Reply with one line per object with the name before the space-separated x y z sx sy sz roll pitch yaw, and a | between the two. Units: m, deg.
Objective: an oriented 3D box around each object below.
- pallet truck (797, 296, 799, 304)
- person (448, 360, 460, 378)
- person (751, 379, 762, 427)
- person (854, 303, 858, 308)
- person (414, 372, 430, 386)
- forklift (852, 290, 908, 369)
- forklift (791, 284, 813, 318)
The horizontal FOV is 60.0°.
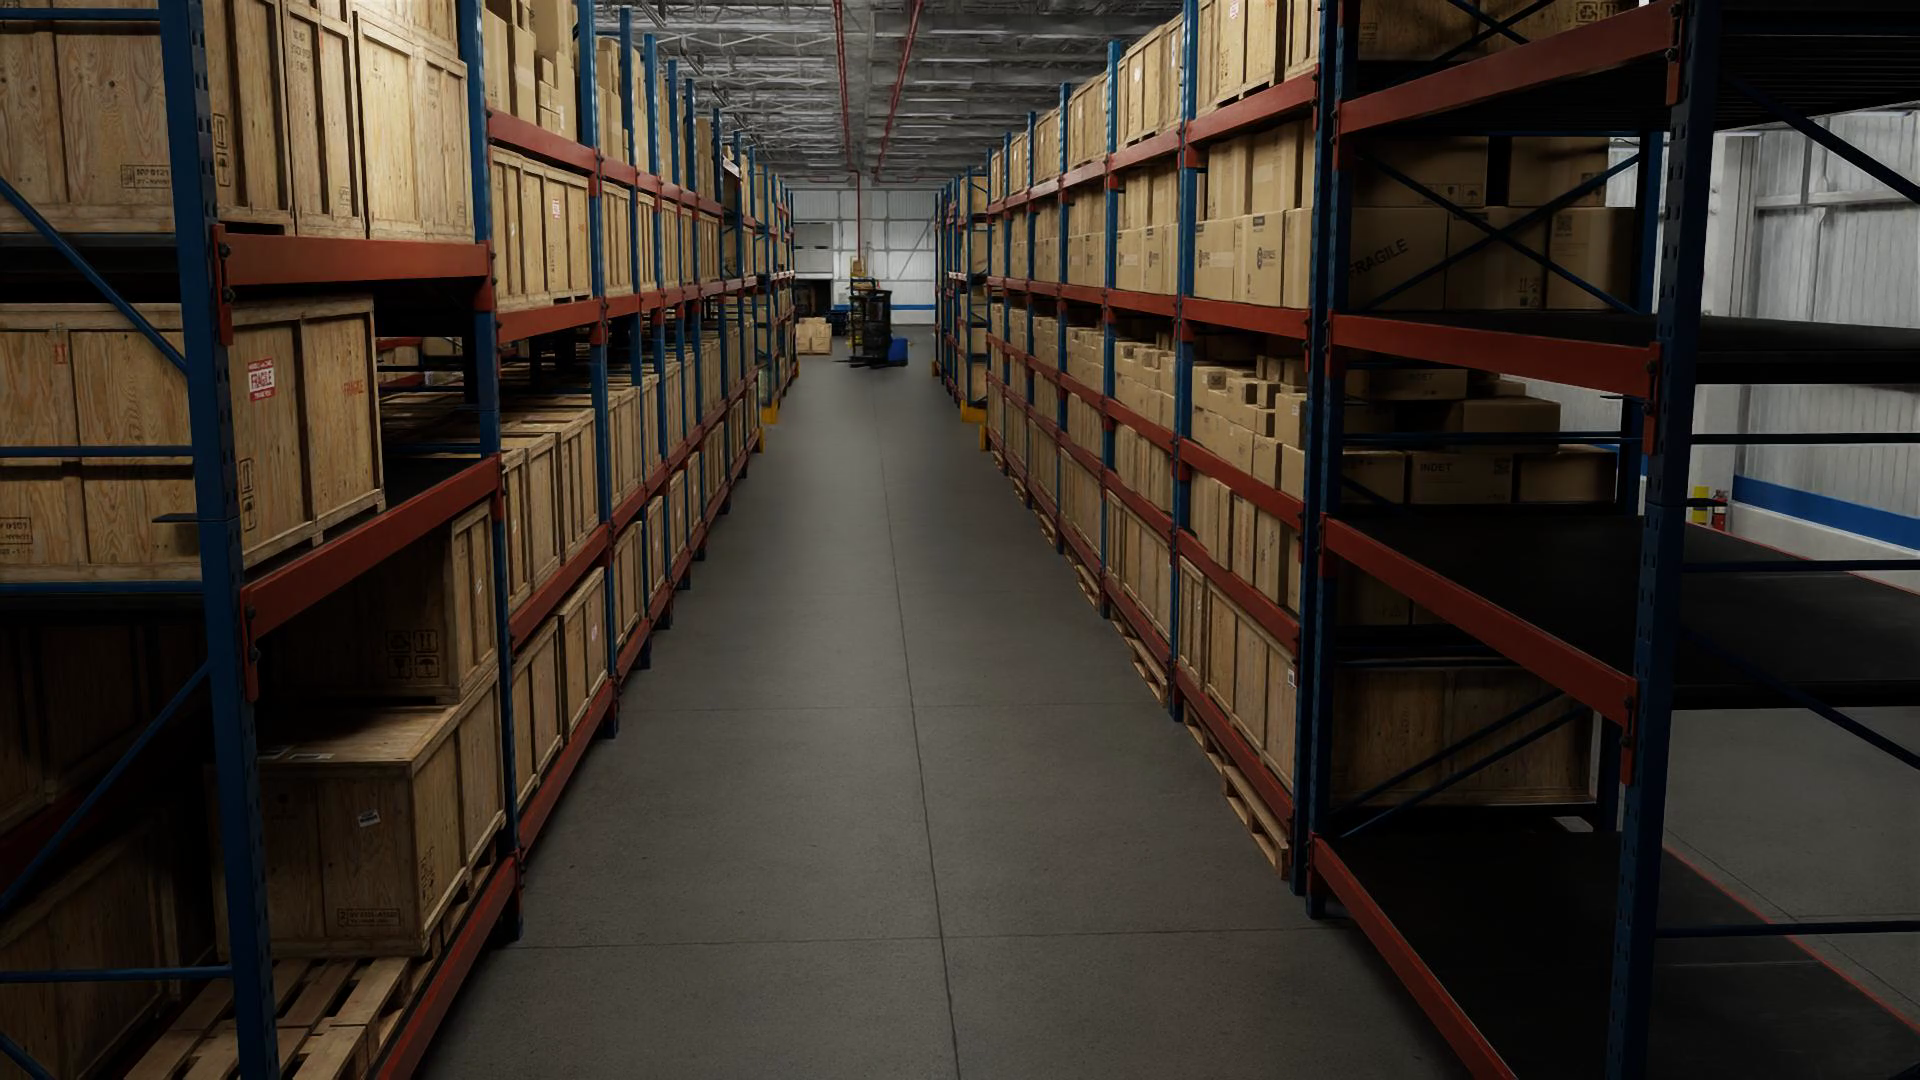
pallet truck | -8.622 -12.439 91.403 1.885 1.965 0.823 2 10 13
person | -11.590 -3.344 38.279 0.871 1.597 0.534 -1 10 -7
person | -4.591 -3.025 35.742 0.883 1.808 0.585 6 11 33
person | -5.485 -12.188 90.240 0.587 1.882 0.341 5 11 29
person | -11.595 -3.046 35.580 0.513 1.901 0.590 1 10 5
forklift | -2.858 -7.611 59.932 1.129 2.768 1.873 9 13 43
forklift | -7.184 -10.233 75.592 1.129 2.768 1.873 3 10 16
